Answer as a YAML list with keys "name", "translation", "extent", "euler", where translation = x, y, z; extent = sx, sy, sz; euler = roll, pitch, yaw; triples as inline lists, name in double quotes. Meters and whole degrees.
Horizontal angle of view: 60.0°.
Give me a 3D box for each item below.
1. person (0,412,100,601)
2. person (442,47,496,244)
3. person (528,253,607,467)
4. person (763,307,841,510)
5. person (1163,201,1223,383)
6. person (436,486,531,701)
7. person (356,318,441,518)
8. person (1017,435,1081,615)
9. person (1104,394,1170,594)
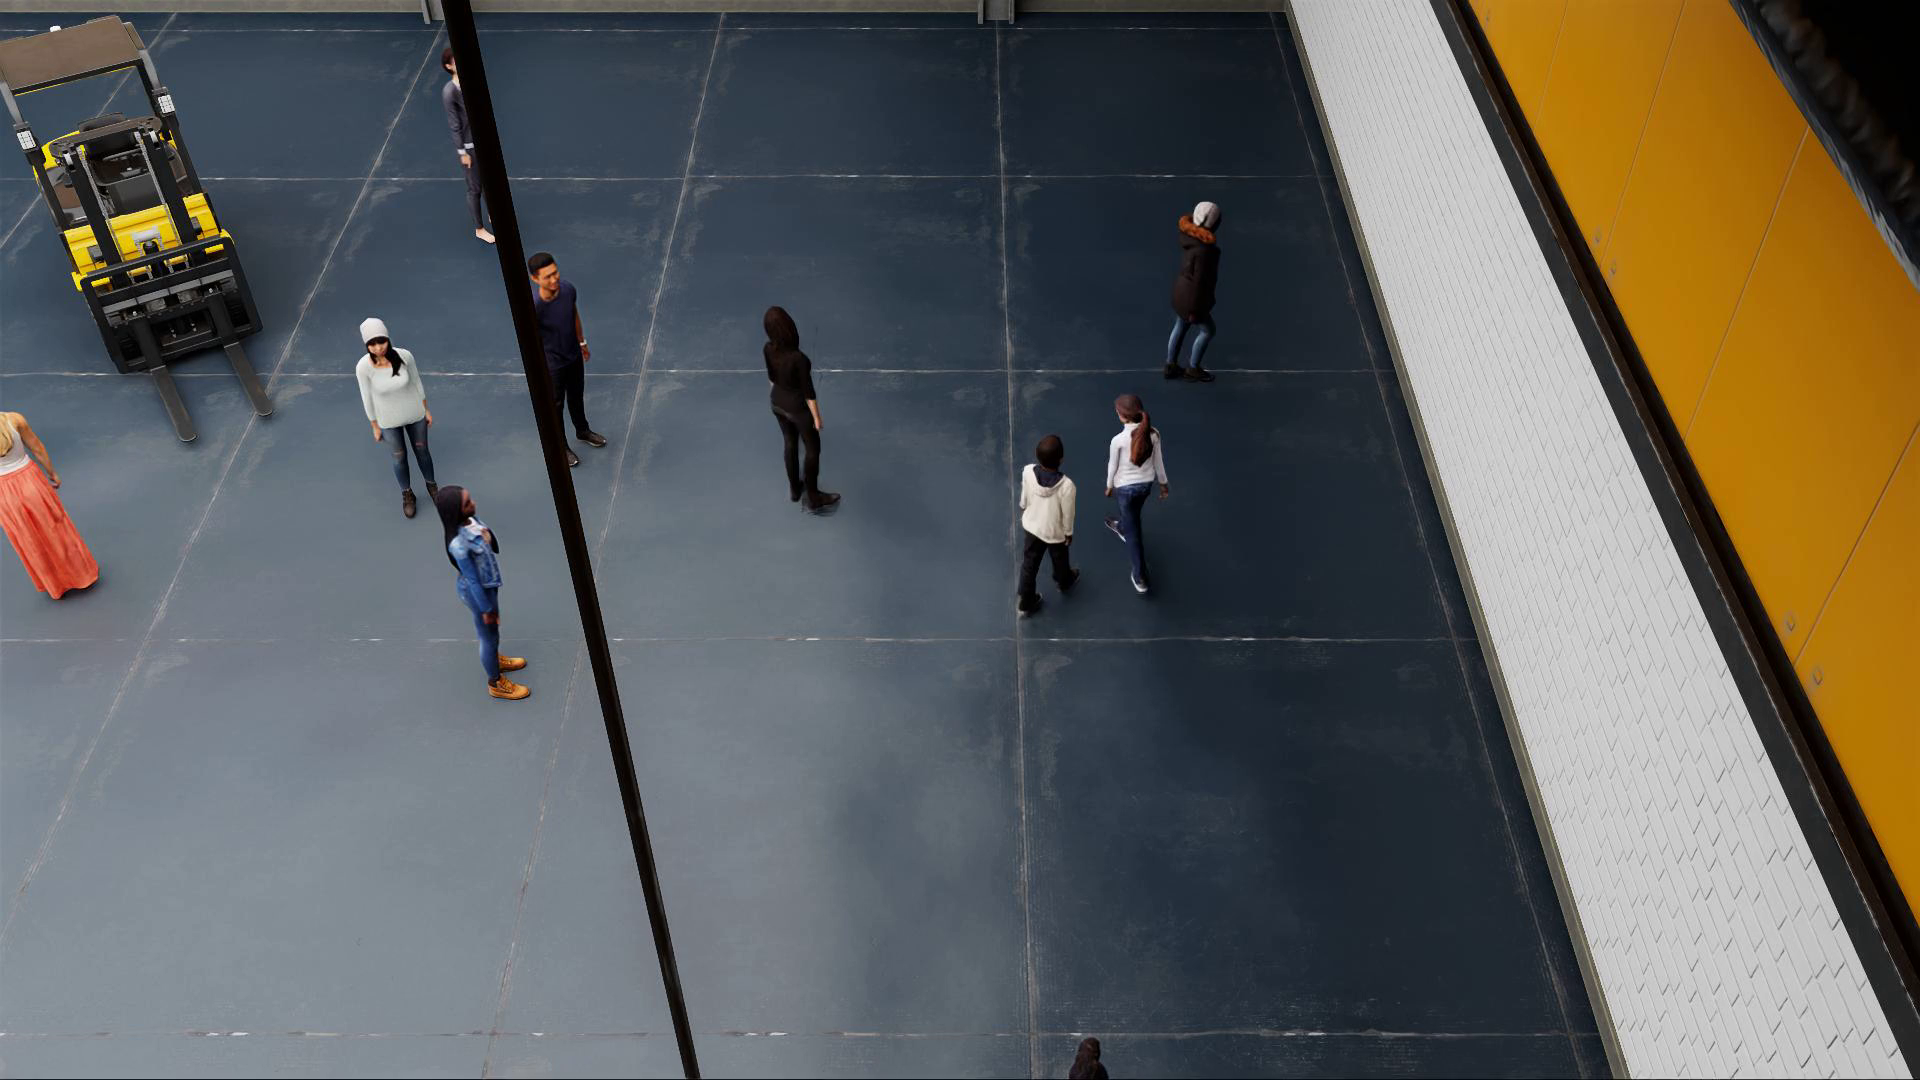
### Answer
- name: "person"
  translation: [-6.313, -0.321, 11.182]
  extent: [0.683, 1.803, 0.785]
  euler: [-22, 48, -21]
- name: "person"
  translation: [-4.248, -3.467, 14.510]
  extent: [0.643, 1.767, 0.677]
  euler: [15, 46, 15]
- name: "person"
  translation: [-2.964, -1.369, 12.288]
  extent: [0.735, 1.793, 0.714]
  euler: [27, 50, 25]
- name: "person"
  translation: [-1.189, -0.927, 11.951]
  extent: [0.831, 1.620, 0.707]
  euler: [-34, 53, -30]
- name: "person"
  translation: [1.747, -1.905, 12.976]
  extent: [0.658, 1.622, 0.682]
  euler: [-5, 44, -5]
- name: "person"
  translation: [-3.057, 0.316, 10.579]
  extent: [0.588, 1.712, 0.648]
  euler: [-9, 44, -9]
- name: "person"
  translation: [-4.006, -0.888, 11.892]
  extent: [0.589, 1.645, 0.706]
  euler: [-21, 48, -21]
- name: "person"
  translation: [0.545, -0.069, 11.185]
  extent: [0.891, 1.433, 0.907]
  euler: [25, 49, 24]
- name: "person"
  translation: [1.202, -0.293, 11.369]
  extent: [1.028, 1.505, 0.867]
  euler: [-12, 45, -12]
